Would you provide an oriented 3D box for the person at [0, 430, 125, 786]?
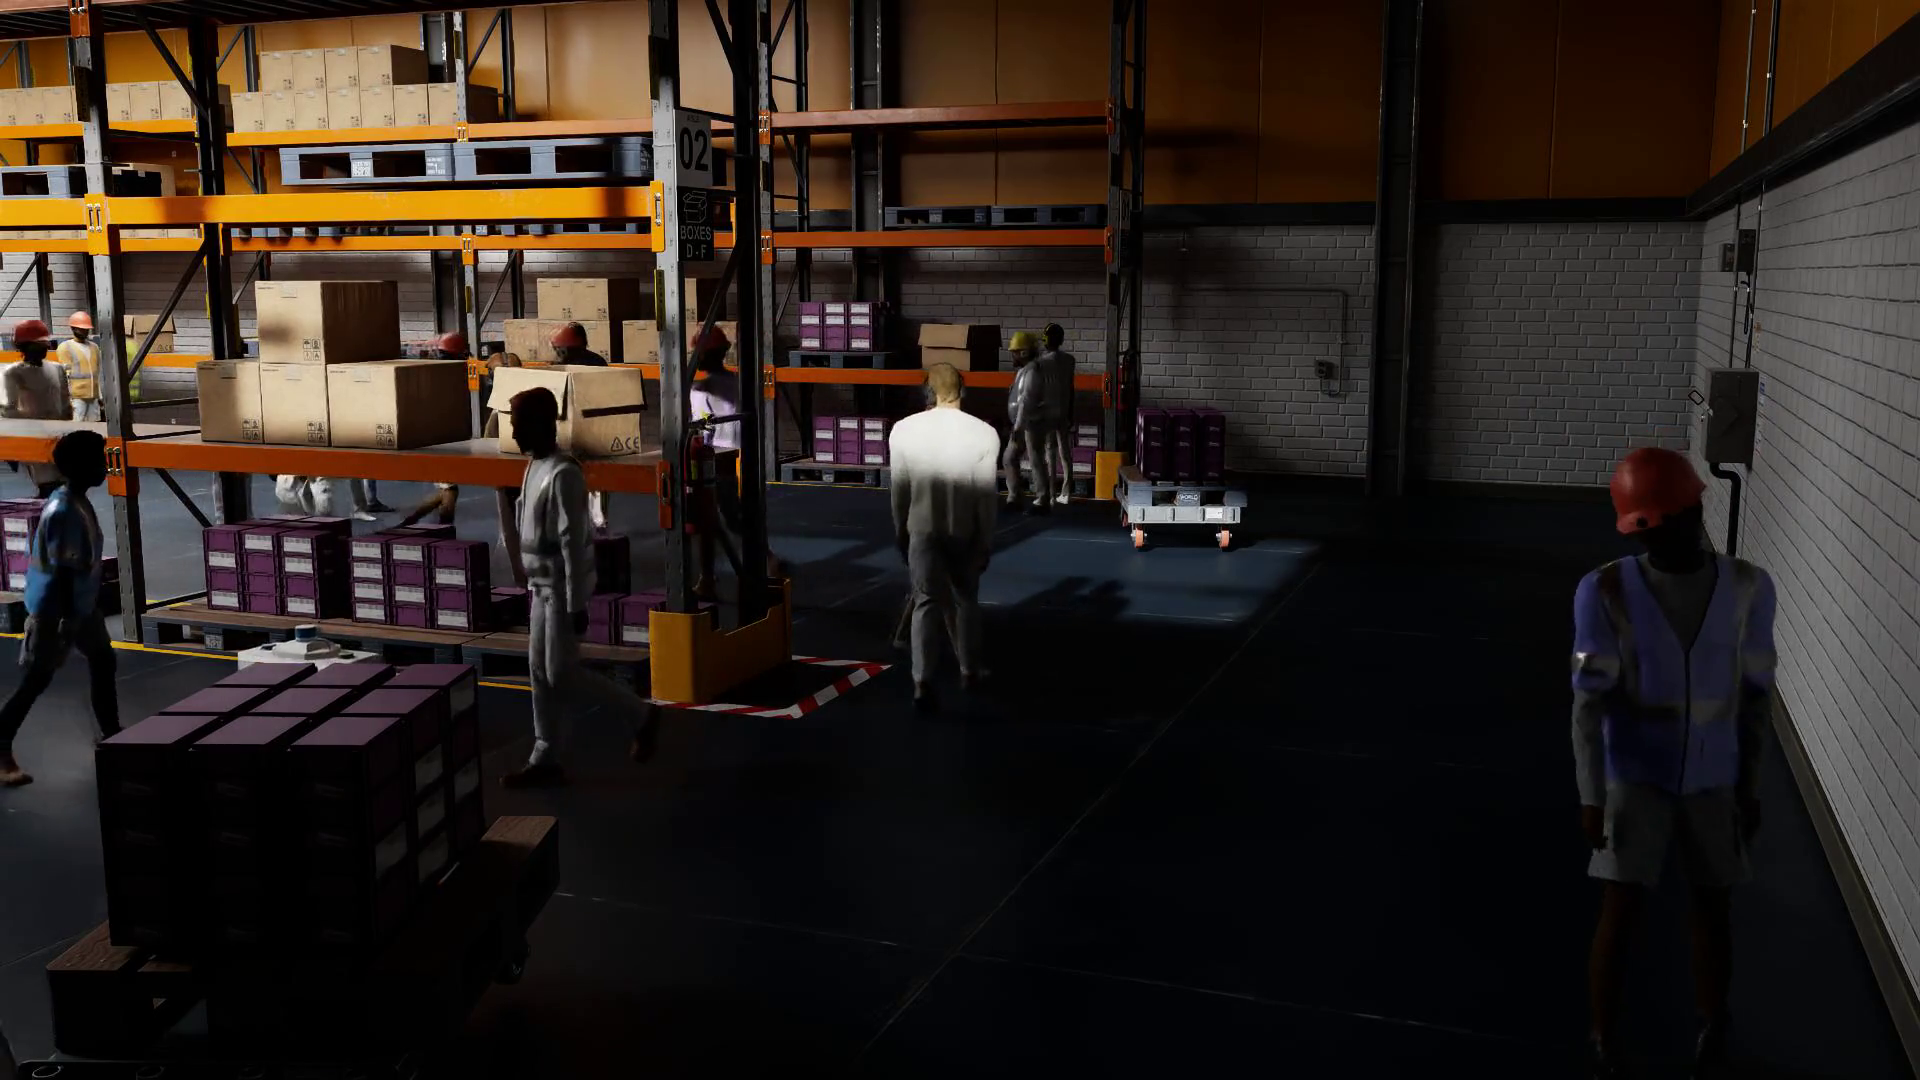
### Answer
[{"bbox_3d":[-4.247,0.310,7.783,0.741,1.642,0.540,-3,10,-18],"label":"person"}]

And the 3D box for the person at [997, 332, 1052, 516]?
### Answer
[{"bbox_3d":[0.596,-1.119,16.239,0.677,1.801,0.610,-2,9,-12],"label":"person"}]

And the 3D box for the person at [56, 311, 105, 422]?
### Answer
[{"bbox_3d":[-10.238,-1.699,19.455,0.374,1.934,0.549,3,10,19],"label":"person"}]

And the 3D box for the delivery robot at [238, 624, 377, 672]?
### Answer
[{"bbox_3d":[-3.353,0.678,8.559,0.707,0.478,0.477,4,10,23],"label":"delivery robot"}]

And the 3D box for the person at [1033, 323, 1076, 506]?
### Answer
[{"bbox_3d":[0.957,-1.278,17.013,0.517,1.874,0.328,-7,11,-36],"label":"person"}]

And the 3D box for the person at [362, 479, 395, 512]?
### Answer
[{"bbox_3d":[-5.861,-1.160,16.608,0.328,1.765,0.527,-5,10,-29],"label":"person"}]

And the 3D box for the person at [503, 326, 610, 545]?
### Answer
[{"bbox_3d":[-3.356,-0.813,13.891,1.044,1.949,0.619,2,9,13],"label":"person"}]

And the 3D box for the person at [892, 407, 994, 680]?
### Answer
[{"bbox_3d":[-0.125,-0.001,9.917,0.887,1.596,0.513,7,11,38],"label":"person"}]

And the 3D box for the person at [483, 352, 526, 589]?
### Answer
[{"bbox_3d":[-3.101,-0.383,11.524,0.428,1.838,0.627,-2,9,-9],"label":"person"}]

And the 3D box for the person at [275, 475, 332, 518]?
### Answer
[{"bbox_3d":[-5.613,-0.709,14.214,0.454,1.619,0.550,3,10,20],"label":"person"}]

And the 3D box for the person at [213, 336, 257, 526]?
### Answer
[{"bbox_3d":[-6.627,-0.975,15.211,0.429,1.839,0.634,3,10,19],"label":"person"}]

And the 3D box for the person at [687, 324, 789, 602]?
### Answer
[{"bbox_3d":[-1.641,-0.529,11.861,0.784,2.020,0.625,5,11,31],"label":"person"}]

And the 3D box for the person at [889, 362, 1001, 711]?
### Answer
[{"bbox_3d":[-0.087,-0.017,9.113,0.617,1.902,0.972,0,9,2],"label":"person"}]

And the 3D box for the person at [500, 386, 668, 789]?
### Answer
[{"bbox_3d":[-1.768,0.216,7.653,0.672,1.866,0.581,-5,10,-27],"label":"person"}]

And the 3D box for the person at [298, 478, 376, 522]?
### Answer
[{"bbox_3d":[-6.046,-1.098,15.888,0.713,1.879,0.616,8,12,41],"label":"person"}]

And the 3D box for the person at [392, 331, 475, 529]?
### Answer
[{"bbox_3d":[-4.318,-0.770,13.753,0.650,1.904,0.552,-3,10,-20],"label":"person"}]

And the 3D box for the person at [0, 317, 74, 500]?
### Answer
[{"bbox_3d":[-7.594,-0.813,13.617,0.819,2.023,0.610,3,10,18],"label":"person"}]

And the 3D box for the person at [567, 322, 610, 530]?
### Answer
[{"bbox_3d":[-3.444,-1.013,15.164,0.379,1.933,0.629,5,10,29],"label":"person"}]

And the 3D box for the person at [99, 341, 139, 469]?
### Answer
[{"bbox_3d":[-10.144,-1.723,20.063,0.565,1.797,0.662,0,9,-1],"label":"person"}]

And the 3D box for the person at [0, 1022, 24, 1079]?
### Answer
[{"bbox_3d":[-1.663,1.067,2.536,0.445,1.799,0.626,-4,10,-25],"label":"person"}]

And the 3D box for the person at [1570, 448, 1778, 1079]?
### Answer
[{"bbox_3d":[2.005,0.686,4.673,0.552,1.889,0.582,2,9,10],"label":"person"}]
